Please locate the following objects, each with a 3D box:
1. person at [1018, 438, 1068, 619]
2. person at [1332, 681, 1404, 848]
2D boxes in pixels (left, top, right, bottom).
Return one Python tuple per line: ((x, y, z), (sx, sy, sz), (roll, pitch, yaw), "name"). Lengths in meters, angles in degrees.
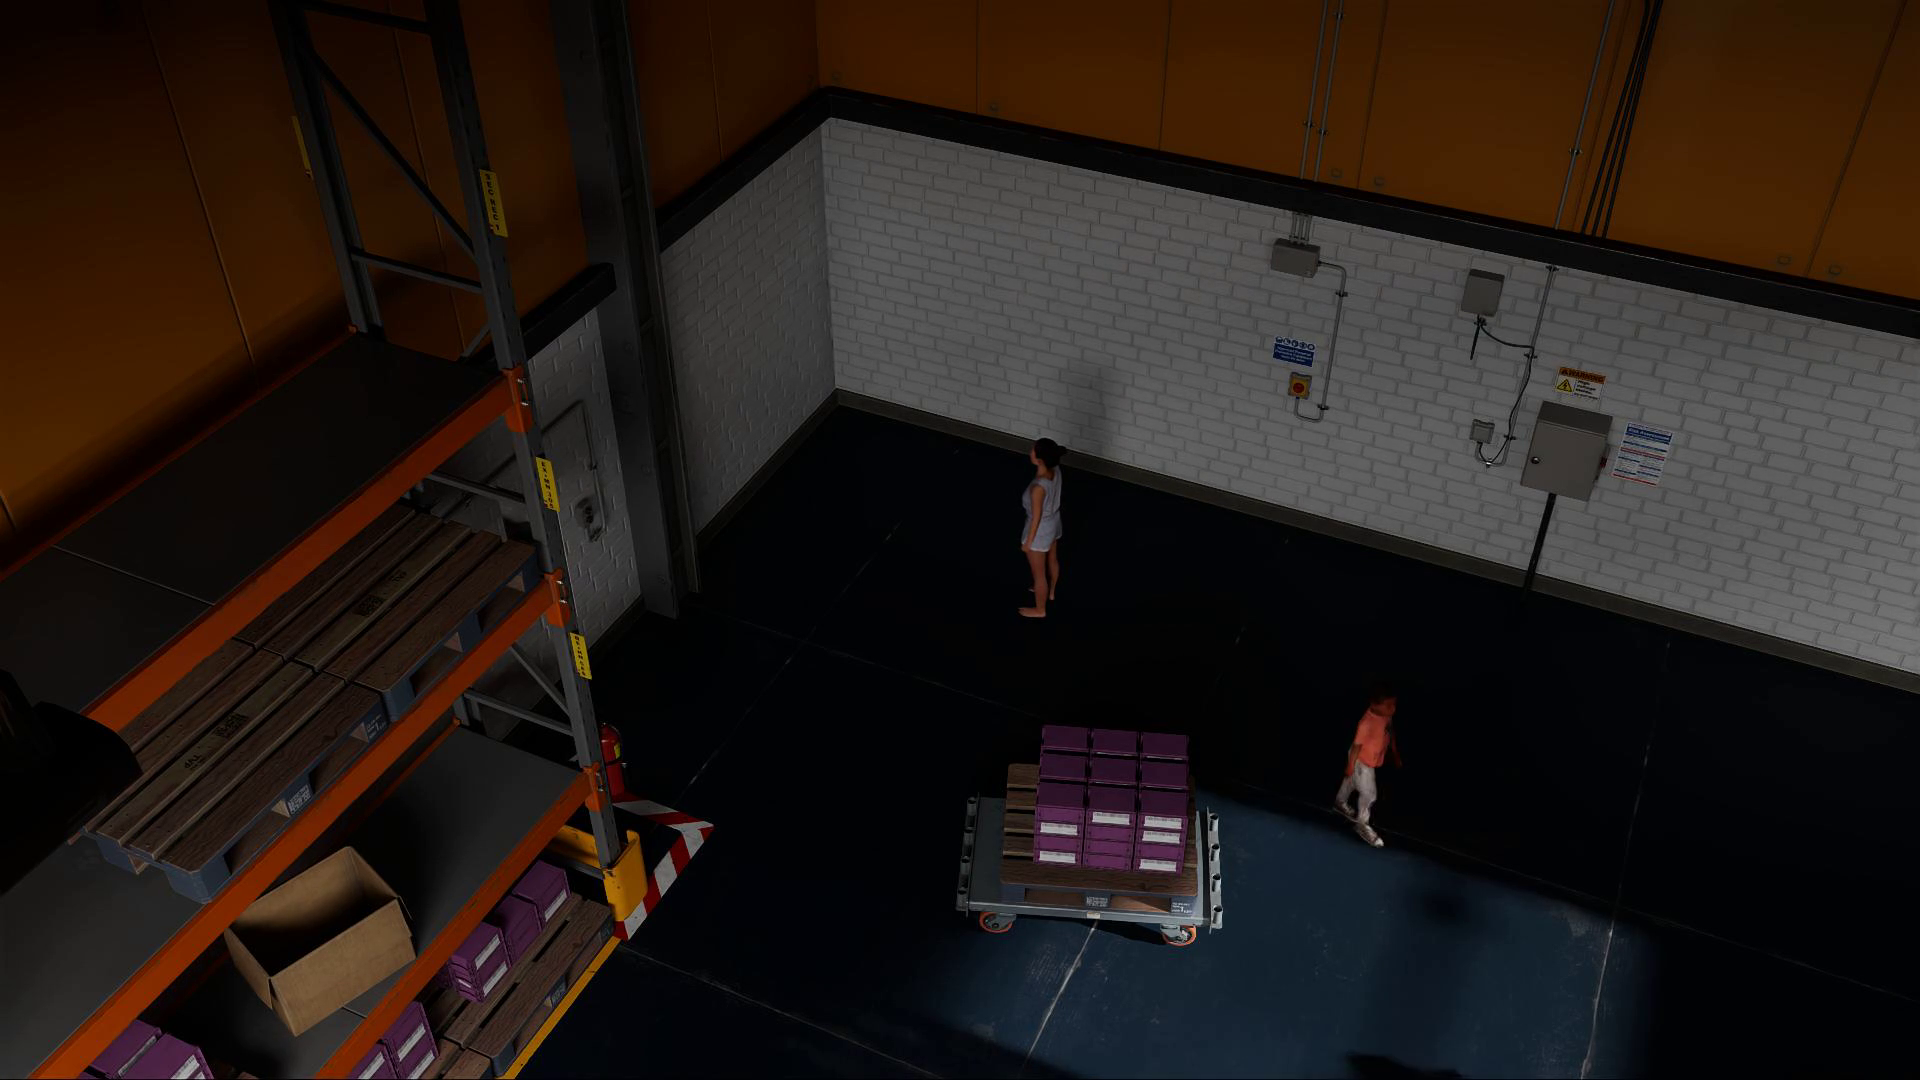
((0.626, -0.102, 12.538), (0.617, 1.601, 0.478), (16, 41, 19), "person")
((2.613, 1.381, 10.927), (0.655, 1.293, 0.664), (27, 46, 30), "person")
